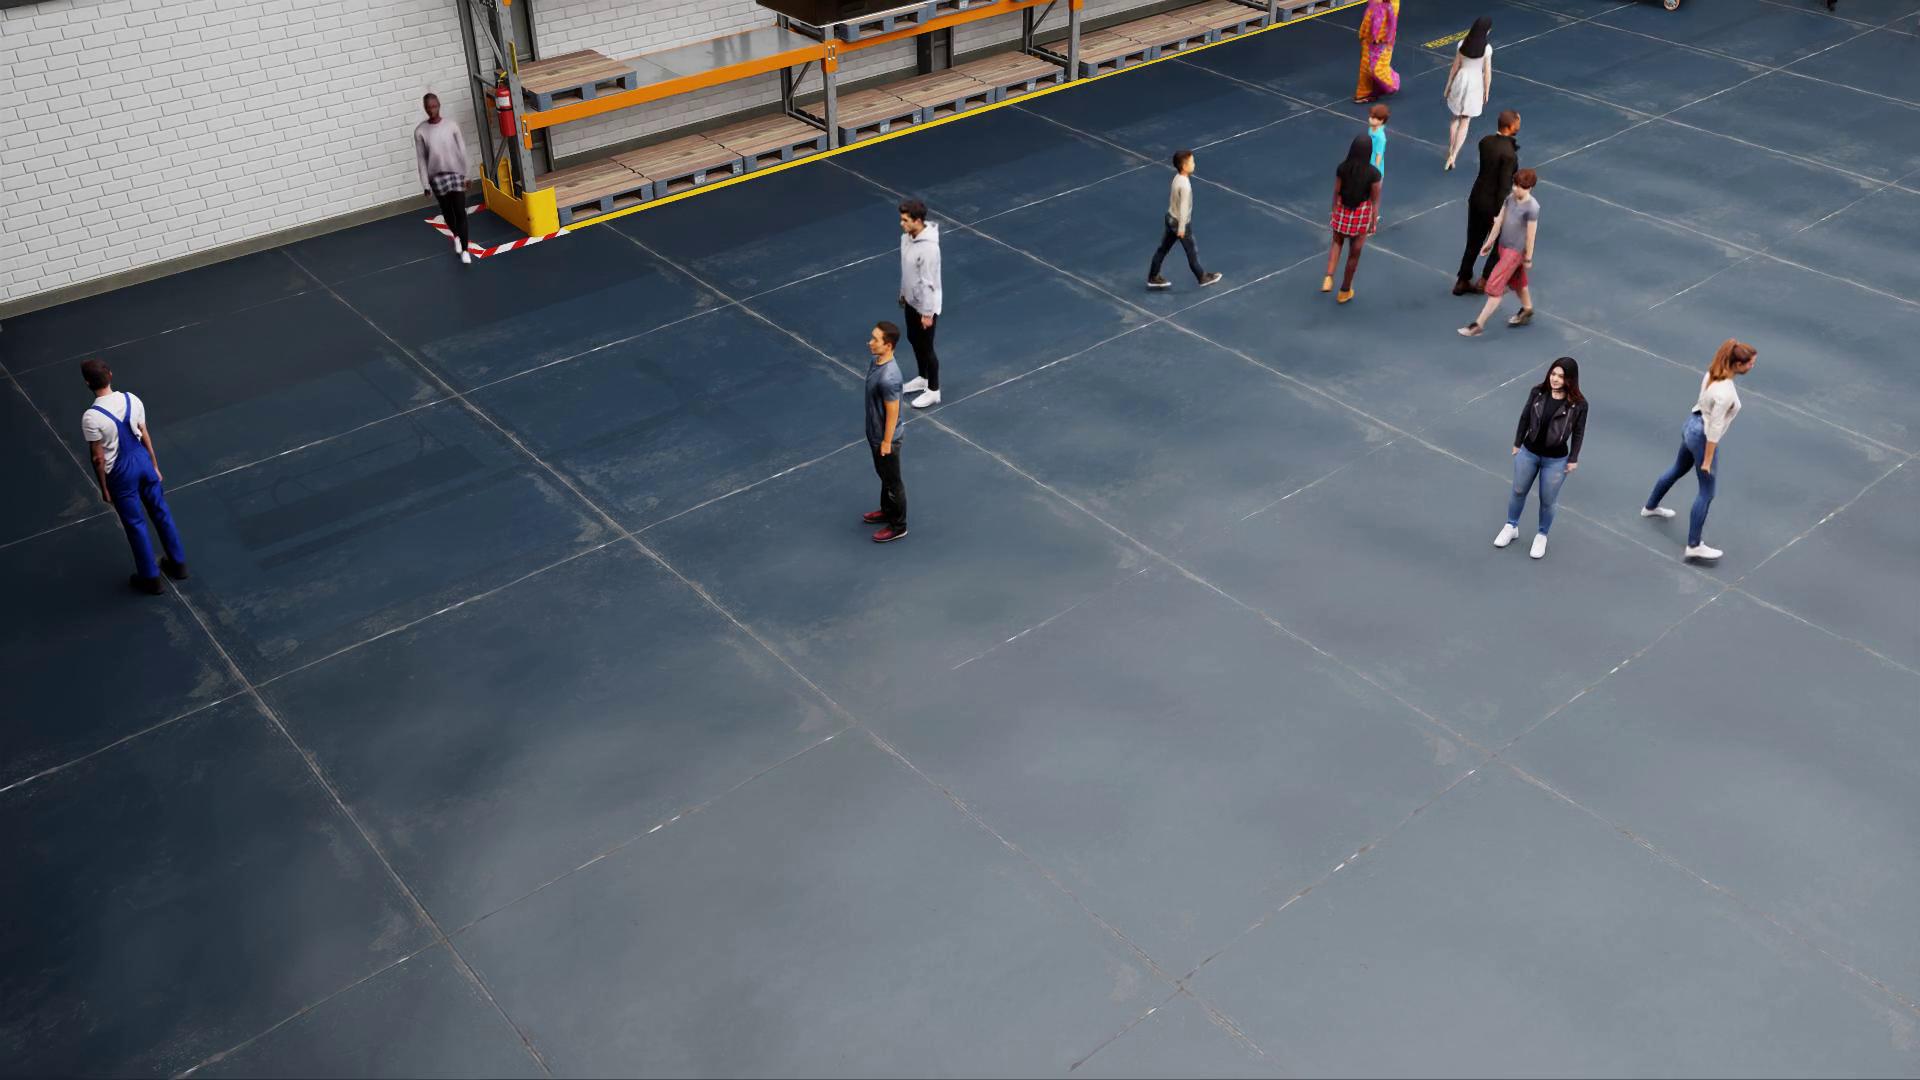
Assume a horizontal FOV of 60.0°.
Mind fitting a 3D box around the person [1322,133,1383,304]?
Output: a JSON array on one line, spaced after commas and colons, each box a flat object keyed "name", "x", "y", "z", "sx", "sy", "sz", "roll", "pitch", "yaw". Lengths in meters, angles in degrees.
[{"name": "person", "x": 3.785, "y": -3.071, "z": 16.125, "sx": 0.710, "sy": 1.714, "sz": 0.784, "roll": 17, "pitch": 37, "yaw": 24}]

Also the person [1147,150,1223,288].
[{"name": "person", "x": 2.098, "y": -3.139, "z": 16.483, "sx": 1.054, "sy": 1.431, "sz": 0.889, "roll": -5, "pitch": 34, "yaw": -8}]

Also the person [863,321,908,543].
[{"name": "person", "x": -0.562, "y": -0.840, "z": 12.681, "sx": 0.701, "sy": 1.811, "sz": 0.727, "roll": -8, "pitch": 34, "yaw": -12}]

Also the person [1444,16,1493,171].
[{"name": "person", "x": 5.811, "y": -5.113, "z": 19.164, "sx": 0.766, "sy": 1.751, "sz": 0.824, "roll": 20, "pitch": 38, "yaw": 27}]

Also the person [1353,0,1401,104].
[{"name": "person", "x": 5.367, "y": -6.399, "z": 21.167, "sx": 0.880, "sy": 1.674, "sz": 0.711, "roll": -18, "pitch": 38, "yaw": -25}]

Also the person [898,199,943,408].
[{"name": "person", "x": -0.316, "y": -2.092, "z": 14.470, "sx": 0.684, "sy": 1.916, "sz": 0.743, "roll": -16, "pitch": 37, "yaw": -22}]

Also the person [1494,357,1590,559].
[{"name": "person", "x": 4.404, "y": -0.641, "z": 12.541, "sx": 0.696, "sy": 1.634, "sz": 0.645, "roll": 22, "pitch": 39, "yaw": 29}]

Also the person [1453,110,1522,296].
[{"name": "person", "x": 5.097, "y": -3.261, "z": 16.251, "sx": 0.816, "sy": 1.892, "sz": 0.792, "roll": -12, "pitch": 36, "yaw": -18}]

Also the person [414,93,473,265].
[{"name": "person", "x": -5.291, "y": -3.754, "z": 17.127, "sx": 1.097, "sy": 1.742, "sz": 1.006, "roll": -8, "pitch": 34, "yaw": -12}]

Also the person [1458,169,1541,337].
[{"name": "person", "x": 5.278, "y": -2.718, "z": 15.691, "sx": 1.222, "sy": 1.607, "sz": 0.894, "roll": -10, "pitch": 35, "yaw": -15}]

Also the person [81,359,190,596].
[{"name": "person", "x": -6.032, "y": -0.472, "z": 12.094, "sx": 0.744, "sy": 1.847, "sz": 0.612, "roll": 18, "pitch": 38, "yaw": 25}]

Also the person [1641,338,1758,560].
[{"name": "person", "x": 5.629, "y": -0.721, "z": 12.607, "sx": 1.045, "sy": 1.695, "sz": 0.961, "roll": 5, "pitch": 34, "yaw": 8}]
